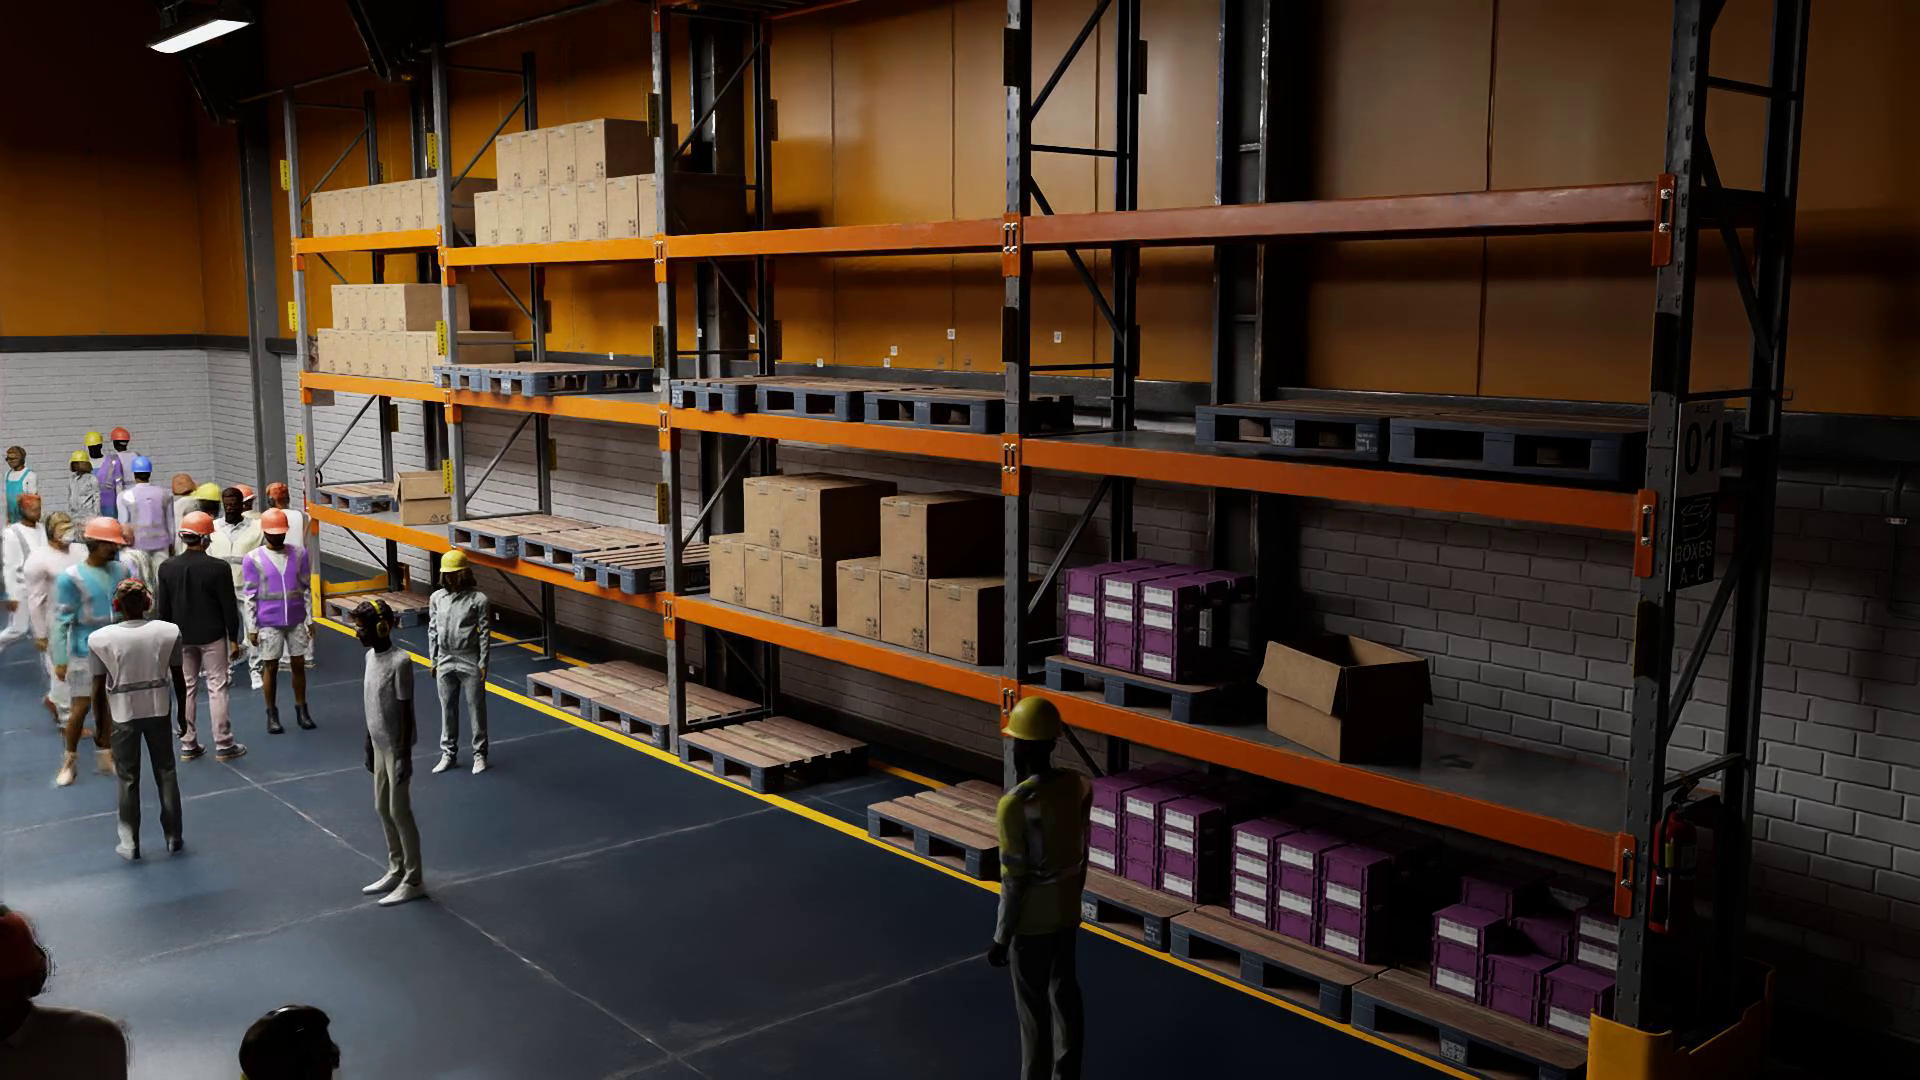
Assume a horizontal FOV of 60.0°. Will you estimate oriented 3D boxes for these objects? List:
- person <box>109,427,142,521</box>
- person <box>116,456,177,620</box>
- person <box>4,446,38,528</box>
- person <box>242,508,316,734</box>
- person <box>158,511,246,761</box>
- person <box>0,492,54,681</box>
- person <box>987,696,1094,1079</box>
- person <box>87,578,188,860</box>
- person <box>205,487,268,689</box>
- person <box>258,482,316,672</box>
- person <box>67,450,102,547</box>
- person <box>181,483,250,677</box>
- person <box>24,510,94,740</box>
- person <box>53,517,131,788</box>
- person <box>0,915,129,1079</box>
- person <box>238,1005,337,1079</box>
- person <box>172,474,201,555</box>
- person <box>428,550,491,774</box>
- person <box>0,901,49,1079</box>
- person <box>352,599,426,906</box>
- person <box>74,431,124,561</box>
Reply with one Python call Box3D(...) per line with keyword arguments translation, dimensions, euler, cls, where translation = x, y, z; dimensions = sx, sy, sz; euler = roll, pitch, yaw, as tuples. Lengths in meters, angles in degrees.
Box3D(translation=(-11.351, -0.564, 22.619), dimensions=(0.372, 1.939, 0.544), euler=(4, 9, 25), cls="person")
Box3D(translation=(-8.948, 0.050, 18.316), dimensions=(0.390, 1.948, 0.607), euler=(8, 11, 43), cls="person")
Box3D(translation=(-11.799, -0.269, 20.941), dimensions=(0.501, 1.839, 0.342), euler=(4, 9, 24), cls="person")
Box3D(translation=(-5.735, 0.679, 14.050), dimensions=(0.548, 1.924, 0.387), euler=(-7, 11, -39), cls="person")
Box3D(translation=(-6.013, 0.763, 13.197), dimensions=(0.616, 1.993, 0.395), euler=(1, 8, 4), cls="person")
Box3D(translation=(-8.944, 0.459, 15.841), dimensions=(0.865, 1.858, 0.583), euler=(1, 8, 10), cls="person")
Box3D(translation=(0.343, 1.639, 7.345), dimensions=(0.371, 1.929, 0.584), euler=(7, 11, 41), cls="person")
Box3D(translation=(-5.366, 1.168, 10.897), dimensions=(0.569, 1.844, 0.378), euler=(-6, 10, -36), cls="person")
Box3D(translation=(-6.778, 0.452, 15.623), dimensions=(0.587, 1.920, 0.391), euler=(-2, 8, -11), cls="person")
Box3D(translation=(-6.654, 0.362, 16.425), dimensions=(0.365, 1.875, 0.565), euler=(6, 10, 38), cls="person")
Box3D(translation=(-11.229, -0.281, 21.320), dimensions=(0.489, 1.746, 0.286), euler=(2, 9, 16), cls="person")
Box3D(translation=(-7.298, 0.383, 16.269), dimensions=(0.596, 1.877, 0.950), euler=(6, 10, 35), cls="person")
Box3D(translation=(-7.485, 0.702, 13.843), dimensions=(0.508, 1.927, 0.646), euler=(2, 8, 15), cls="person")
Box3D(translation=(-6.594, 0.838, 12.635), dimensions=(0.520, 2.020, 0.717), euler=(4, 9, 23), cls="person")
Box3D(translation=(-2.651, 1.993, 4.711), dimensions=(0.637, 1.986, 0.414), euler=(-3, 9, -20), cls="person")
Box3D(translation=(-1.719, 2.110, 4.351), dimensions=(0.507, 1.847, 0.343), euler=(5, 9, 29), cls="person")
Box3D(translation=(-9.065, 0.034, 19.563), dimensions=(0.285, 1.629, 0.504), euler=(1, 8, 9), cls="person")
Box3D(translation=(-3.863, 0.942, 12.827), dimensions=(0.487, 1.744, 0.297), euler=(1, 8, 5), cls="person")
Box3D(translation=(-2.754, 1.966, 4.681), dimensions=(0.540, 2.000, 0.724), euler=(-2, 8, -12), cls="person")
Box3D(translation=(-3.481, 1.277, 10.126), dimensions=(0.335, 1.855, 0.533), euler=(-8, 11, -44), cls="person")
Box3D(translation=(-11.455, -0.489, 22.136), dimensions=(0.594, 1.926, 0.367), euler=(-2, 8, -14), cls="person")
